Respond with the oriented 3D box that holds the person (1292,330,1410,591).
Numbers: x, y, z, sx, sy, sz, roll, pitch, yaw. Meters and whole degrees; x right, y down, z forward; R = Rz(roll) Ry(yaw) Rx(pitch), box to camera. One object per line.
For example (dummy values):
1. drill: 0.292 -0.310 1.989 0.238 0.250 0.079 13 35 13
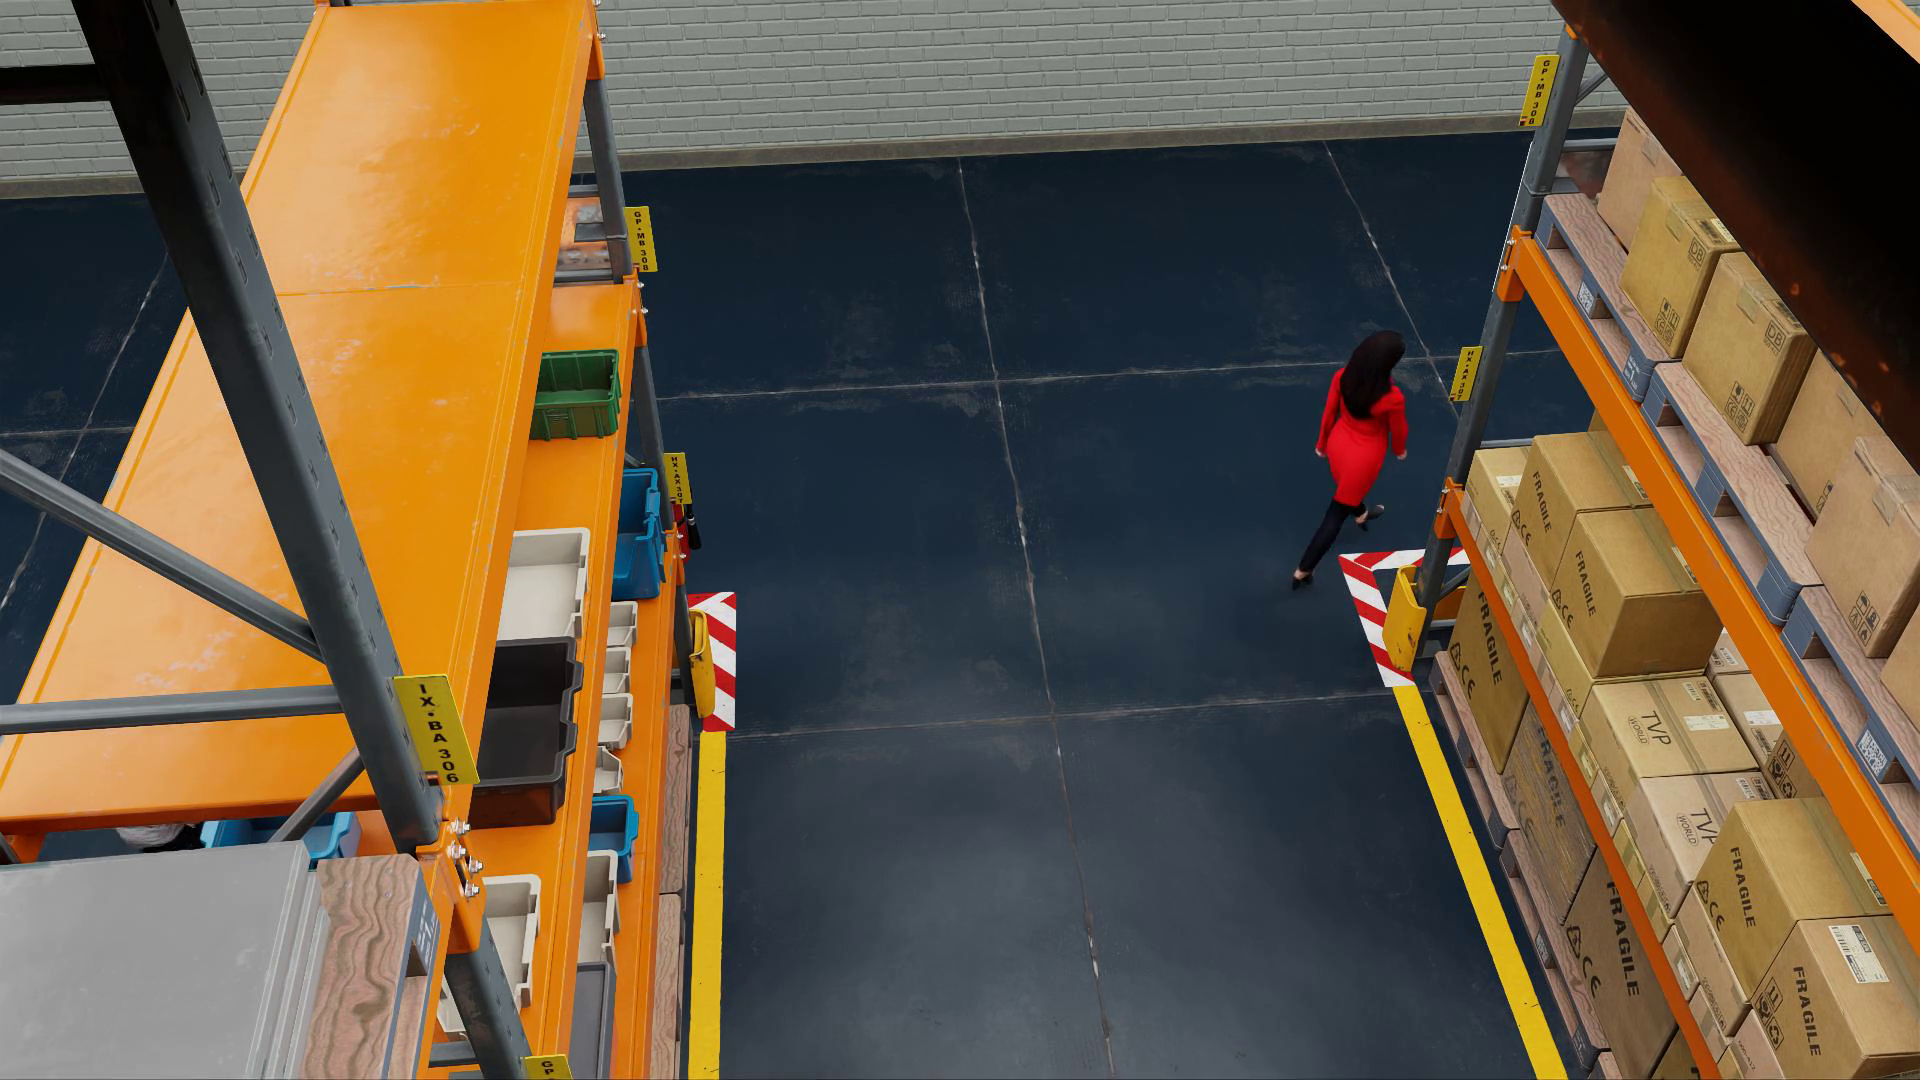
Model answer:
1. person: 2.150 -0.380 9.271 1.087 1.690 1.105 -34 53 -31
